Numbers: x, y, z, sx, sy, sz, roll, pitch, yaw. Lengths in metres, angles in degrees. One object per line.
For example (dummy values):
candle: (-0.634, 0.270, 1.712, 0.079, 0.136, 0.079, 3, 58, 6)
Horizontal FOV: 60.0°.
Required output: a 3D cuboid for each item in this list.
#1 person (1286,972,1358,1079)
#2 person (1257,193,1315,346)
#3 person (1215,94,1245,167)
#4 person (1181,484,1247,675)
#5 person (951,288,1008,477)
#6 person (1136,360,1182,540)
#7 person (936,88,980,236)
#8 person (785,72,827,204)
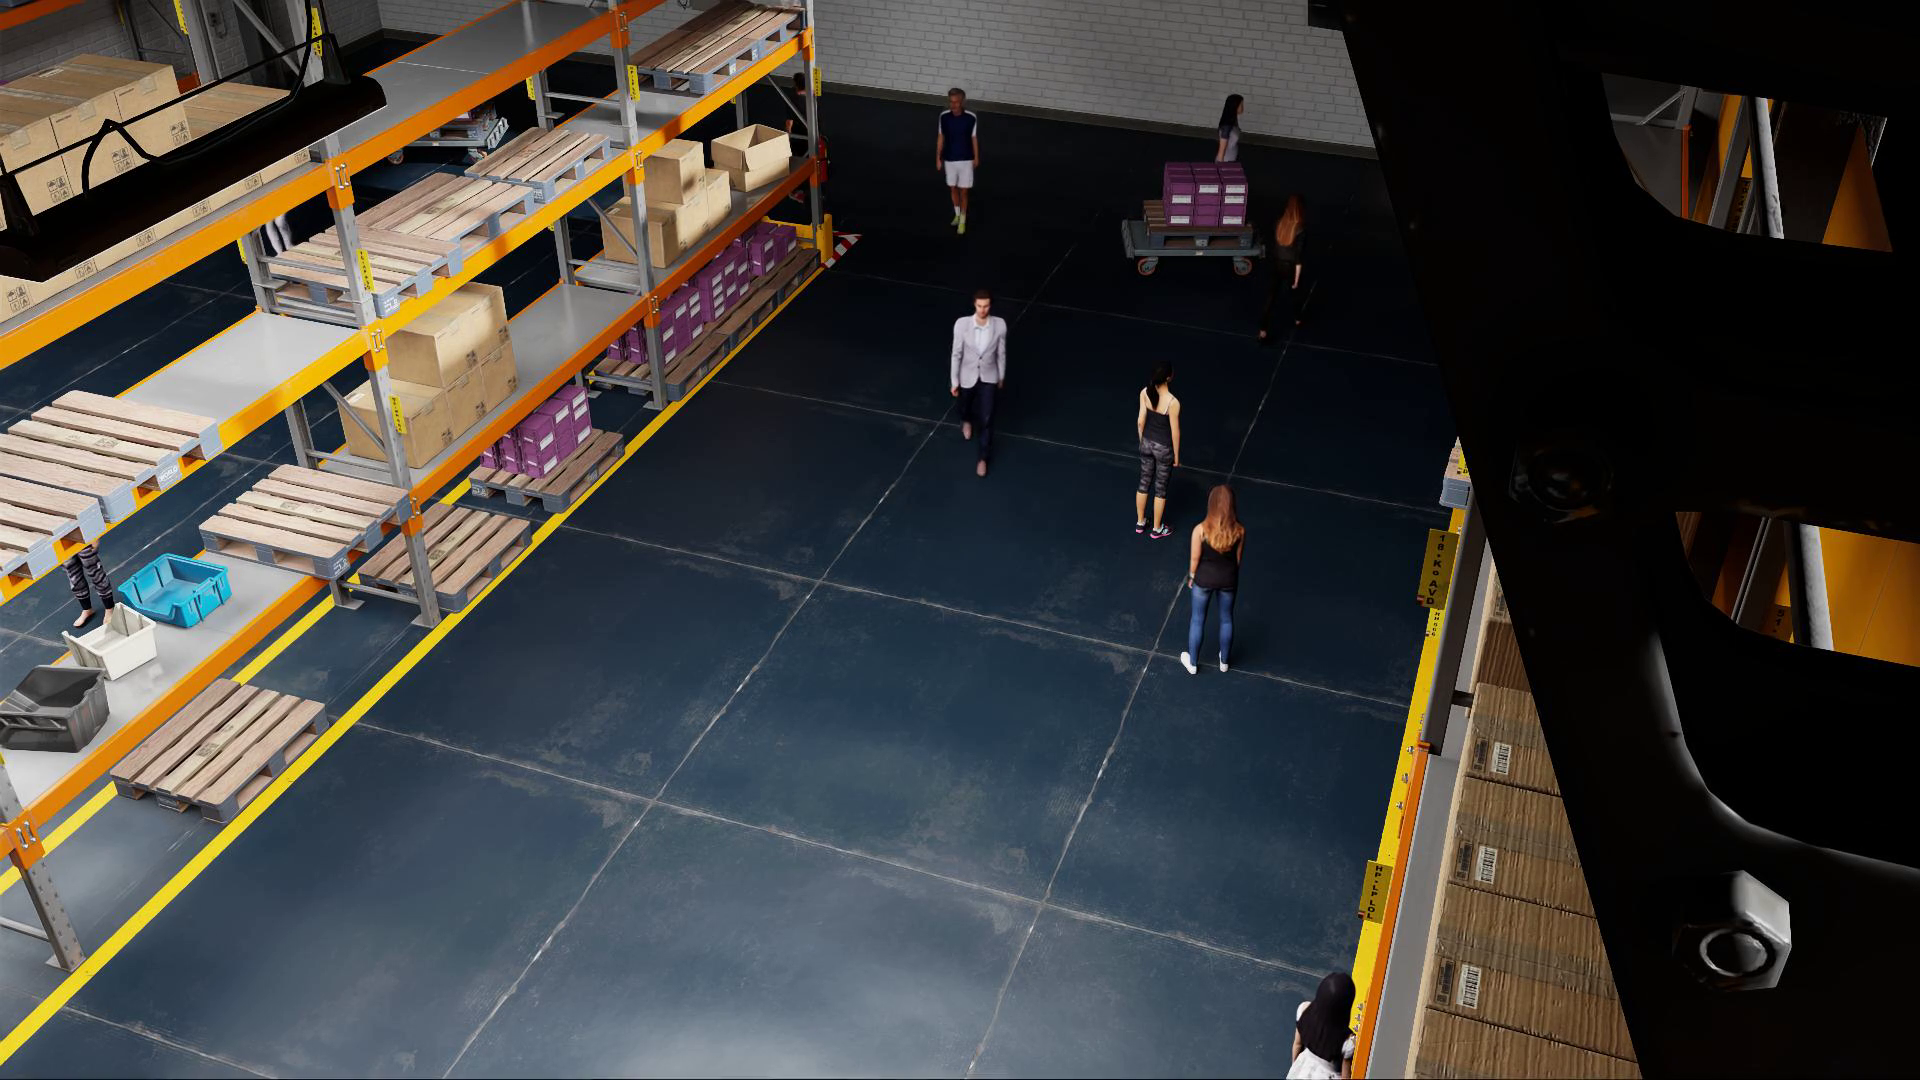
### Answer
person: (1.941, 3.006, 9.003, 0.803, 1.769, 0.777, -24, 41, -32)
person: (3.443, -2.889, 17.957, 0.931, 1.673, 1.184, 28, 43, 36)
person: (3.236, -4.716, 20.703, 0.665, 1.676, 1.001, 10, 35, 15)
person: (2.009, 0.318, 13.088, 0.668, 1.723, 0.666, -3, 34, -4)
person: (0.164, -1.582, 15.853, 0.939, 1.827, 1.220, 0, 34, 0)
person: (1.749, -0.813, 14.785, 0.643, 1.729, 0.639, 25, 41, 32)
person: (0.005, -4.754, 20.635, 0.709, 1.816, 0.851, 8, 34, 12)
person: (-1.973, -5.039, 21.131, 0.918, 1.742, 1.048, 26, 42, 34)
